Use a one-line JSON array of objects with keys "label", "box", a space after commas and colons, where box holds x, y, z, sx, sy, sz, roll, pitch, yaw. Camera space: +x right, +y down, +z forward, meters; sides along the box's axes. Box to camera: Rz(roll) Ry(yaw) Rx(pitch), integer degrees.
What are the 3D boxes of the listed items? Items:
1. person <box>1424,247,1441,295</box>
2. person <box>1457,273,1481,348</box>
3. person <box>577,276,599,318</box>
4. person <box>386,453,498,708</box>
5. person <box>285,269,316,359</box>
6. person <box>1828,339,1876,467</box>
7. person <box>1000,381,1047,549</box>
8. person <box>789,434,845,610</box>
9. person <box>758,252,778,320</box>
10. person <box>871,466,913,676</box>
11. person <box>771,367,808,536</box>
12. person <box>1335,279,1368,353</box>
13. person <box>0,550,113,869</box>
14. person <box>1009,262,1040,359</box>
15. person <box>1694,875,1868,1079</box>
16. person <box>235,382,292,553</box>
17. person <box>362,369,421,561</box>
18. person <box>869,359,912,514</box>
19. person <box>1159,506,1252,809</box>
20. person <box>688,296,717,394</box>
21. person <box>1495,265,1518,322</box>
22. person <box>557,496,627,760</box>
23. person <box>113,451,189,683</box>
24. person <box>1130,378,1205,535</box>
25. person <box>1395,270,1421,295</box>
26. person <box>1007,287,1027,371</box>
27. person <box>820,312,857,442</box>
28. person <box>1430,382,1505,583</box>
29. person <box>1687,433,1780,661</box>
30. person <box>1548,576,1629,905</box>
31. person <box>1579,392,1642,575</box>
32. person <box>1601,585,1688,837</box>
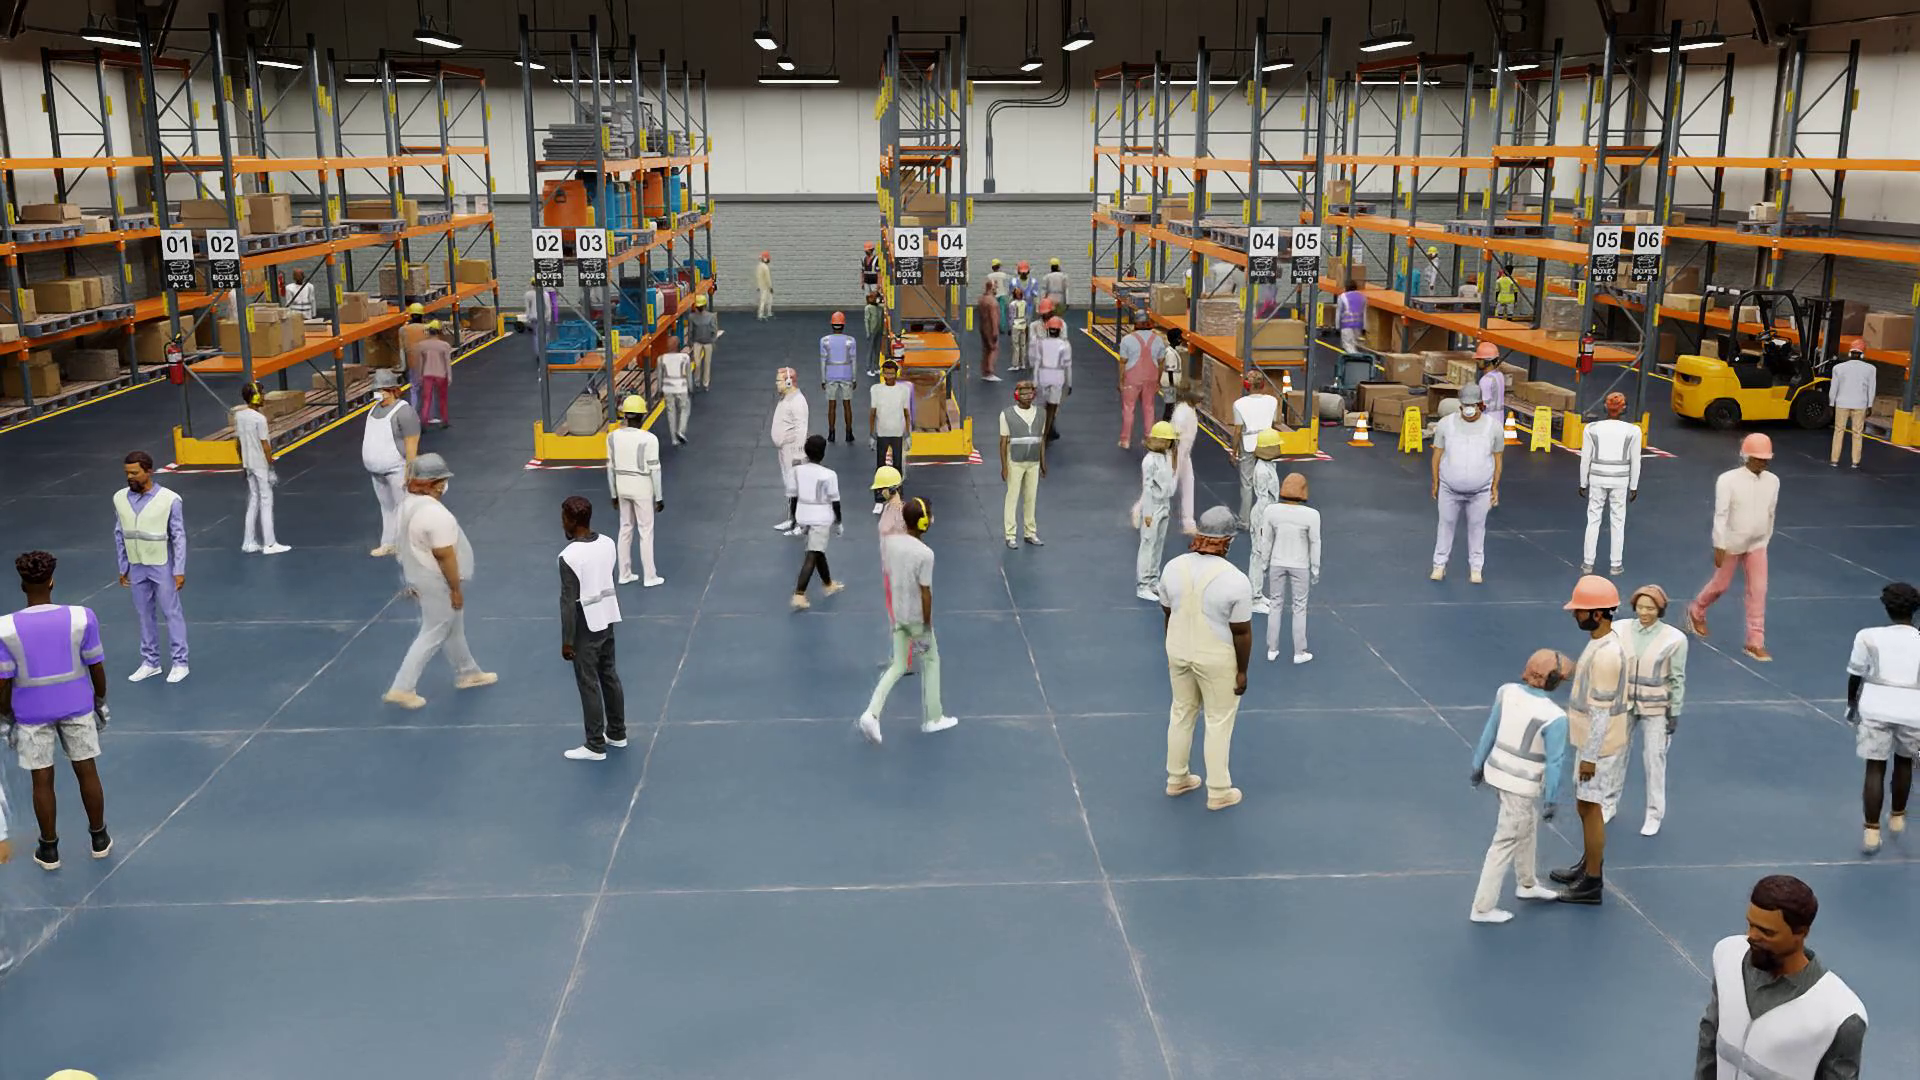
[{"label": "person", "box": [12.170, -6.646, 42.892, 0.403, 1.823, 0.593, 3, 14, 13]}, {"label": "person", "box": [11.148, -5.019, 36.425, 0.499, 1.625, 0.290, 9, 16, 35]}, {"label": "person", "box": [-8.750, -5.721, 39.212, 0.505, 1.716, 0.694, -7, 15, -26]}, {"label": "person", "box": [-4.160, 0.275, 13.103, 0.970, 2.000, 0.690, -10, 16, -36]}, {"label": "person", "box": [-13.559, -4.638, 34.290, 0.594, 1.858, 0.652, -7, 15, -29]}, {"label": "person", "box": [12.227, -1.874, 22.817, 0.563, 1.753, 0.327, 7, 15, 28]}, {"label": "person", "box": [0.687, -0.835, 18.220, 0.569, 1.845, 0.384, -7, 15, -28]}, {"label": "person", "box": [-1.384, -0.180, 15.858, 0.546, 1.655, 0.884, 9, 16, 33]}, {"label": "person", "box": [-4.857, -6.454, 42.265, 0.697, 1.725, 0.602, -5, 14, -19]}, {"label": "person", "box": [-0.560, 0.253, 13.818, 0.342, 1.754, 0.532, -4, 14, -16]}, {"label": "person", "box": [-1.929, -1.000, 18.792, 0.401, 1.906, 0.651, -5, 14, -19]}, {"label": "person", "box": [7.664, -4.170, 32.441, 0.628, 1.805, 0.655, -3, 14, -13]}, {"label": "person", "box": [-5.501, 1.022, 10.097, 0.613, 1.965, 0.361, -10, 16, -35]}, {"label": "person", "box": [1.344, -4.759, 34.534, 0.621, 1.984, 1.023, -2, 13, -7]}, {"label": "person", "box": [2.826, 2.057, 5.822, 0.373, 1.914, 0.597, -6, 14, -23]}, {"label": "person", "box": [-7.576, -0.765, 17.926, 0.576, 1.874, 0.431, 8, 16, 31]}, {"label": "person", "box": [-6.059, -0.797, 17.645, 0.683, 2.000, 0.537, 9, 16, 32]}, {"label": "person", "box": [-0.832, -1.239, 19.896, 0.521, 1.865, 0.327, -1, 13, -6]}, {"label": "person", "box": [1.674, 0.755, 11.069, 0.683, 2.000, 0.535, 11, 17, 40]}, {"label": "person", "box": [-4.589, -3.485, 29.685, 0.524, 1.740, 0.673, -2, 13, -8]}, {"label": "person", "box": [12.498, -5.437, 38.040, 0.532, 1.696, 0.319, 10, 17, 37]}, {"label": "person", "box": [-2.641, 0.625, 11.915, 0.398, 1.910, 0.587, 5, 14, 20]}, {"label": "person", "box": [-6.615, 0.213, 13.626, 0.594, 1.919, 0.388, 2, 13, 8]}, {"label": "person", "box": [2.377, -0.934, 18.736, 0.809, 1.813, 0.537, 6, 15, 24]}, {"label": "person", "box": [10.778, -5.934, 40.065, 0.579, 1.739, 0.386, 2, 13, 10]}, {"label": "person", "box": [1.130, -4.146, 32.691, 0.307, 1.641, 0.512, 10, 17, 37]}, {"label": "person", "box": [-1.803, -2.424, 24.757, 0.547, 1.938, 0.359, -1, 13, -4]}, {"label": "person", "box": [5.076, -0.573, 16.696, 0.688, 2.000, 0.536, 4, 14, 18]}, {"label": "person", "box": [6.767, 0.002, 14.472, 0.620, 1.953, 0.969, -2, 13, -8]}, {"label": "person", "box": [3.648, 1.150, 9.655, 0.391, 1.923, 0.548, 4, 14, 18]}, {"label": "person", "box": [6.651, -0.576, 17.047, 0.576, 1.883, 0.354, 6, 14, 23]}, {"label": "person", "box": [4.344, 1.073, 10.609, 0.518, 1.631, 0.314, 12, 18, 40]}]
